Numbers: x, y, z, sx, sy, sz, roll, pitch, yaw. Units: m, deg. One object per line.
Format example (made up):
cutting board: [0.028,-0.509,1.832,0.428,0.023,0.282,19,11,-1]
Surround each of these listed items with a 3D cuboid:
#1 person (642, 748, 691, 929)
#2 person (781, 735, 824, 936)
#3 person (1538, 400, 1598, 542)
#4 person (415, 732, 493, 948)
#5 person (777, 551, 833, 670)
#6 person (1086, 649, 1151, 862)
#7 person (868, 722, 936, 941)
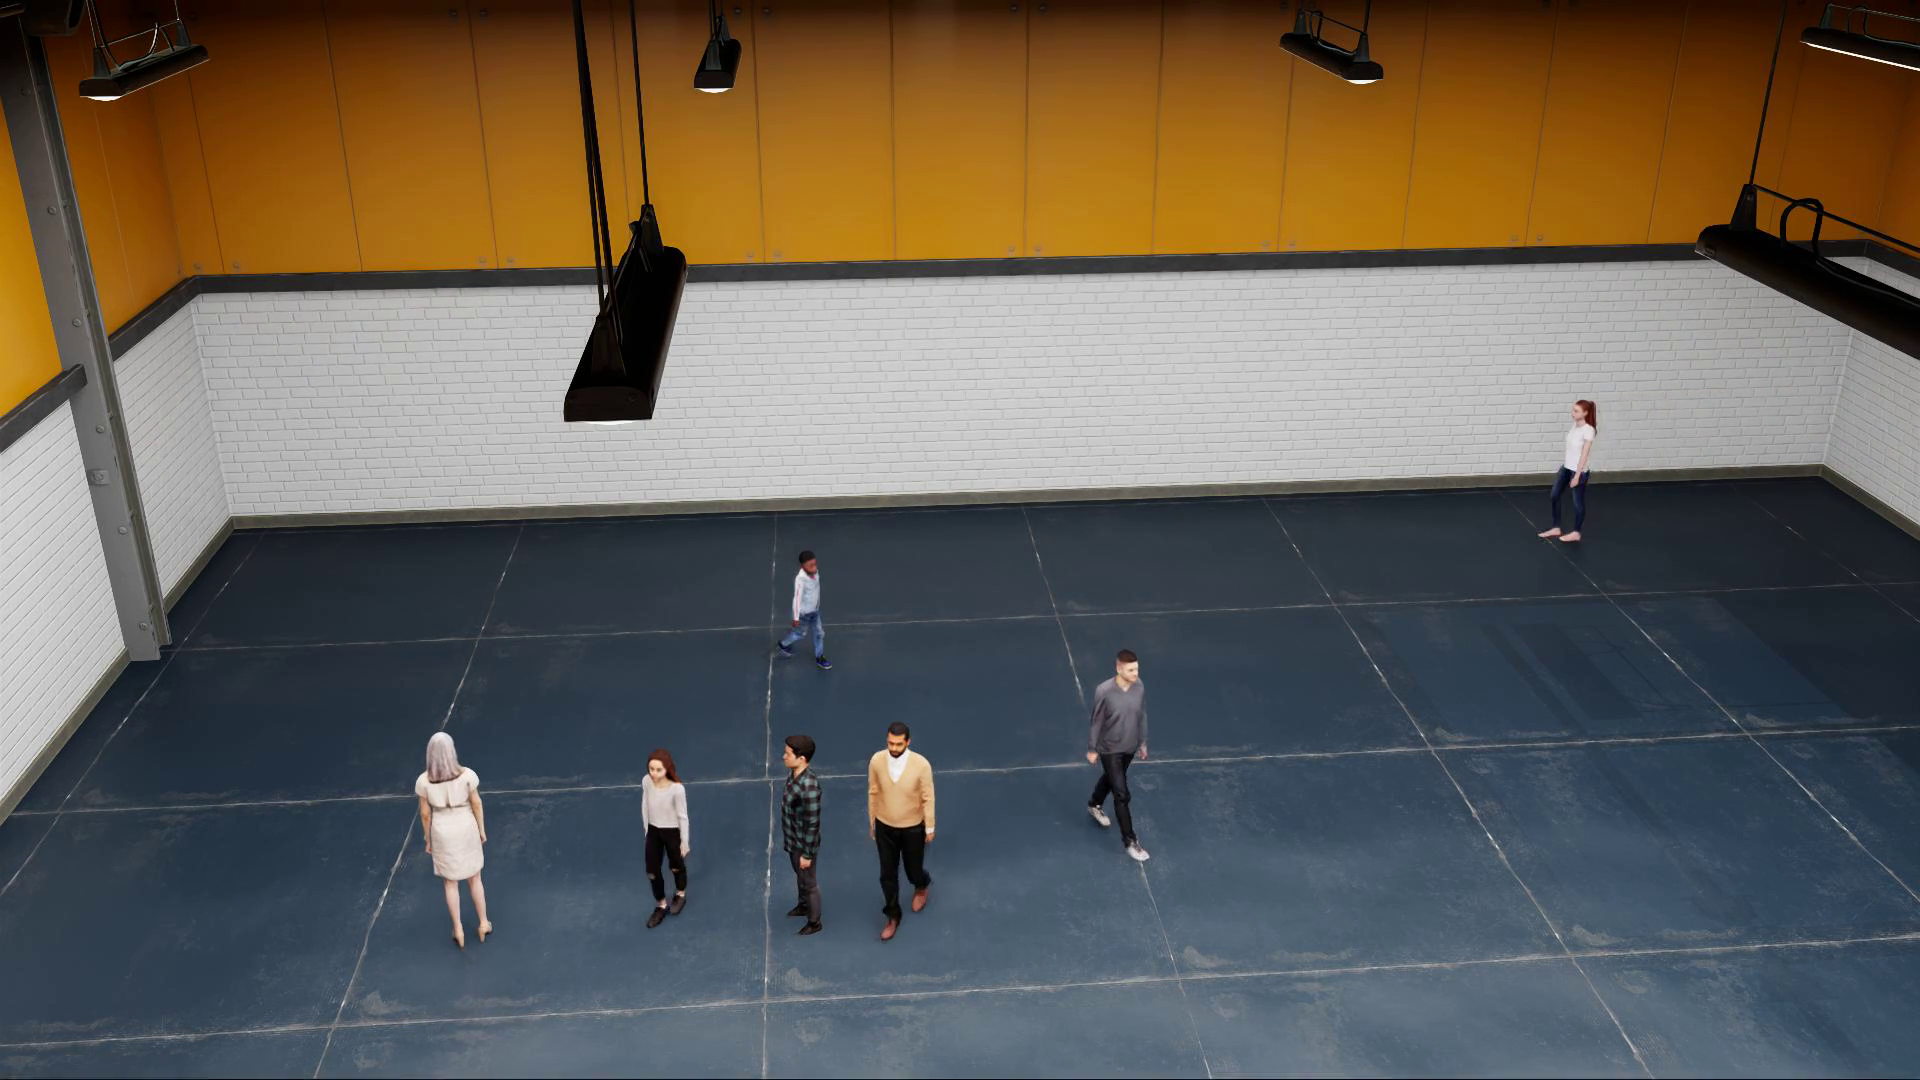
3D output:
person: [-2.190,2.182,12.587,0.701,1.469,0.780,7,25,16]
person: [-1.187,2.193,12.400,0.760,1.713,0.578,-8,25,-17]
person: [7.137,-0.782,19.049,0.679,1.723,0.658,-4,24,-9]
person: [-3.705,2.198,12.217,0.647,1.734,0.620,-7,25,-16]
person: [-1.552,0.658,16.363,0.888,1.236,0.848,15,28,31]
person: [1.241,1.656,13.488,0.982,1.710,1.234,-14,27,-29]
person: [-0.416,2.096,12.434,0.859,1.748,0.993,8,25,17]
